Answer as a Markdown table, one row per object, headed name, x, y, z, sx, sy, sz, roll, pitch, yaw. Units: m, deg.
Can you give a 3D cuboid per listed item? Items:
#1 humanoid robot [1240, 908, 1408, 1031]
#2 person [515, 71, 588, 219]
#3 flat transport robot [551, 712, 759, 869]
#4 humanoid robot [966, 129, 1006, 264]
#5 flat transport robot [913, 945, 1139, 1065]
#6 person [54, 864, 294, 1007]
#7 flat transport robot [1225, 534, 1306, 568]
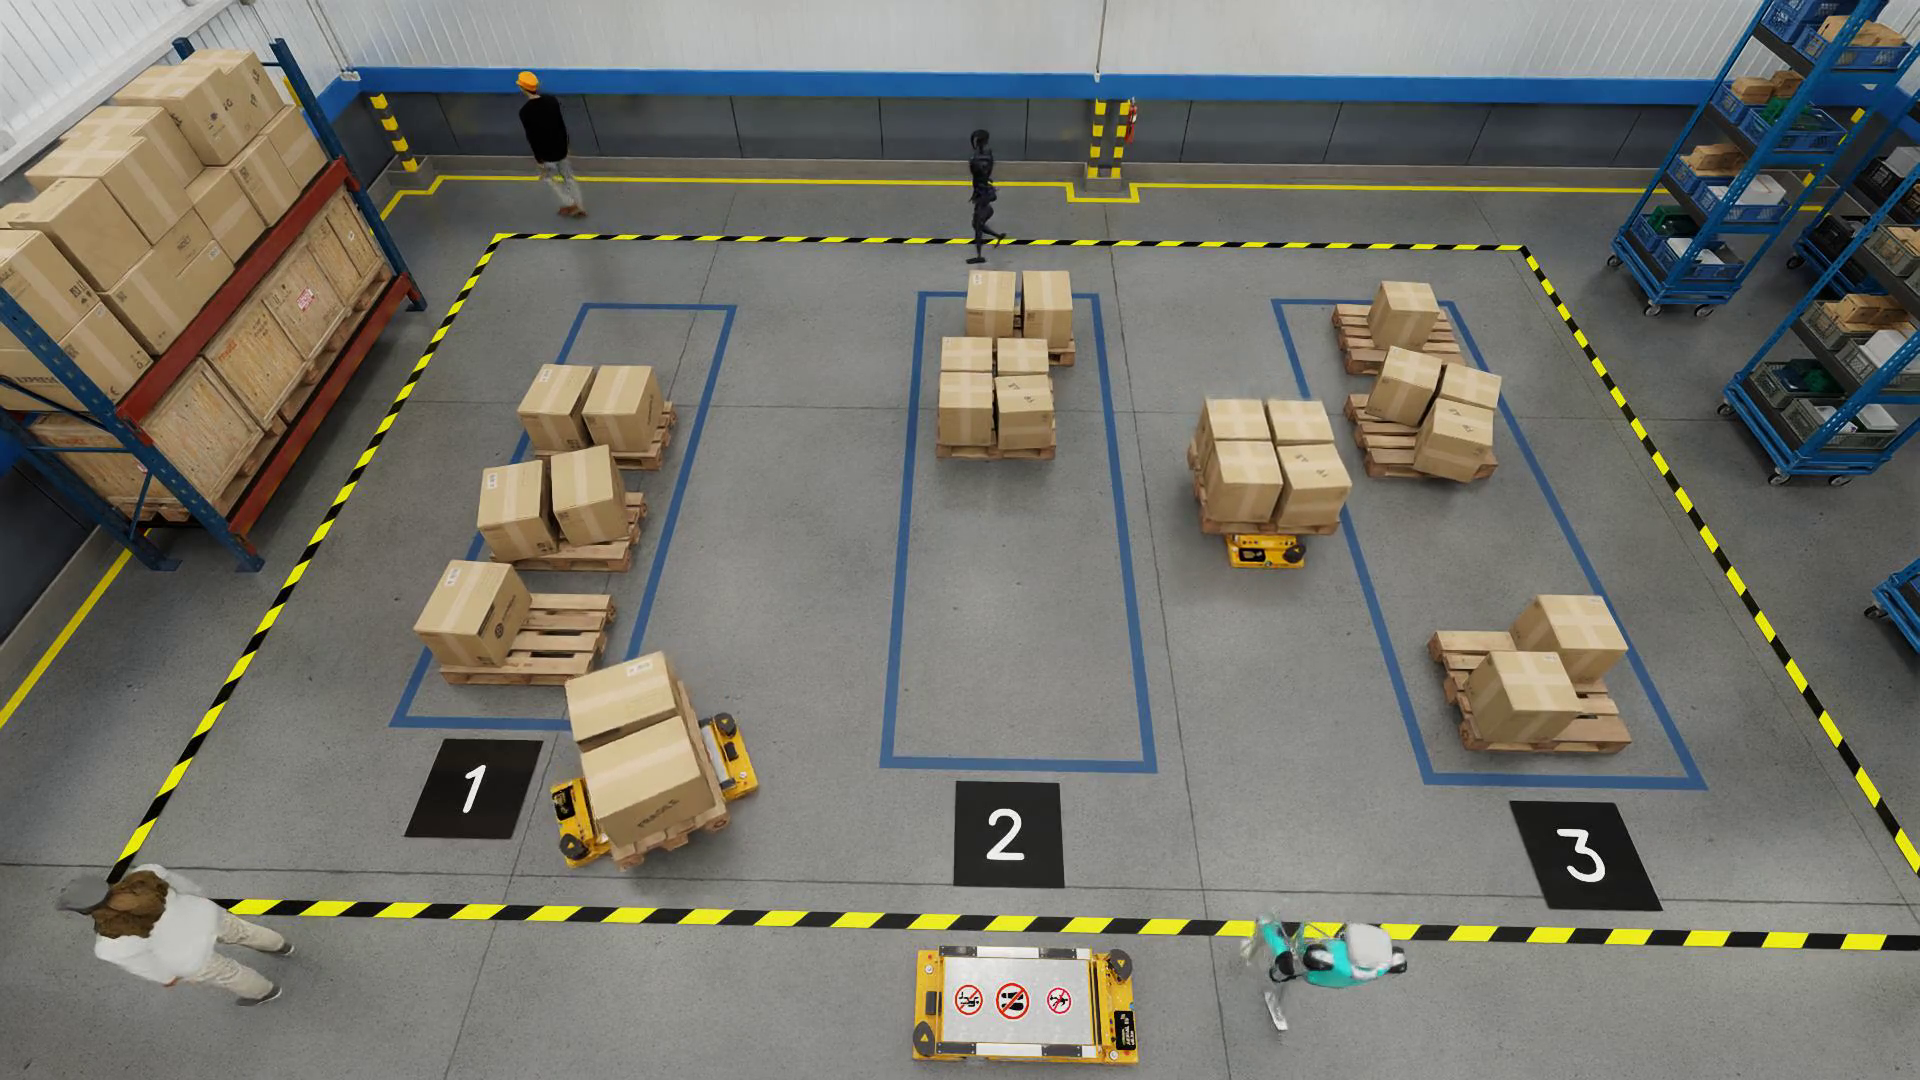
| name | x | y | z | sx | sy | sz | roll | pitch | yaw |
| --- | --- | --- | --- | --- | --- | --- | --- | --- | --- |
| humanoid robot | 2.114 | 2.426 | 5.582 | 0.552 | 1.775 | 0.812 | 1 | 51 | 0 |
| person | -5.131 | -4.889 | 11.440 | 0.515 | 1.864 | 0.602 | 24 | 55 | 18 |
| flat transport robot | -2.323 | 1.861 | 6.951 | 1.431 | 0.197 | 0.652 | -21 | 54 | -16 |
| humanoid robot | 0.329 | -4.058 | 10.893 | 0.521 | 1.642 | 0.607 | -8 | 51 | -7 |
| flat transport robot | 0.422 | 3.041 | 6.007 | 1.431 | 0.231 | 0.659 | 1 | 51 | 1 |
| person | -4.700 | 2.405 | 5.555 | 0.399 | 1.769 | 0.572 | -5 | 51 | -4 |
| flat transport robot | 2.820 | -0.354 | 8.756 | 0.652 | 0.197 | 1.431 | 1 | 51 | 1 |
